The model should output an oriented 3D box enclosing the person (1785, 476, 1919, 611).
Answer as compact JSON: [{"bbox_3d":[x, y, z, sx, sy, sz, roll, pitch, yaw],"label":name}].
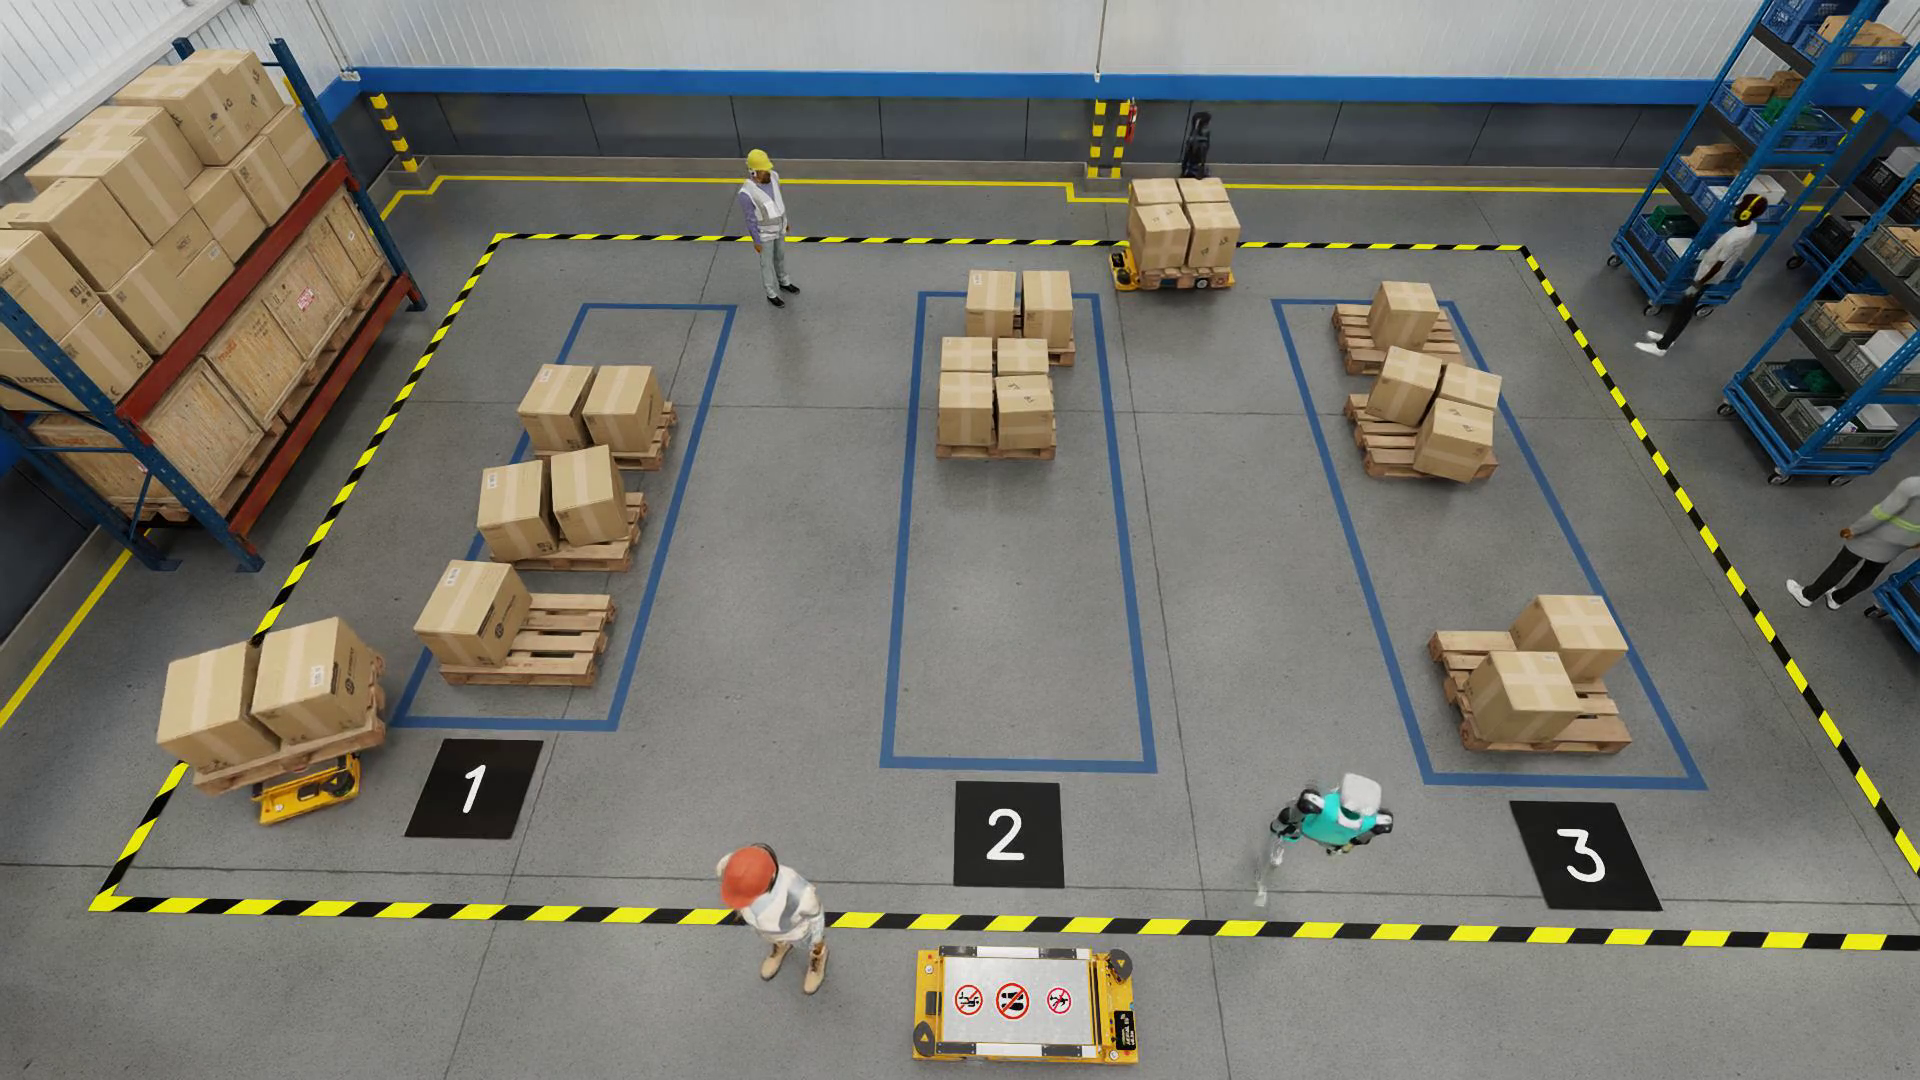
[{"bbox_3d":[7.637,-0.084,7.534,0.590,1.849,0.399,10,51,8],"label":"person"}]

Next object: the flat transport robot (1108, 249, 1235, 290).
[{"bbox_3d":[2.584,-3.349,11.198,1.431,0.197,0.652,-2,51,-2],"label":"flat transport robot"}]

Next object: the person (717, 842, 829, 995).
[{"bbox_3d":[-1.093,2.285,5.480,0.608,2.042,0.394,16,53,13],"label":"person"}]

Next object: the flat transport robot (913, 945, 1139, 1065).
[{"bbox_3d":[0.422,3.041,6.007,1.431,0.231,0.659,1,51,1],"label":"flat transport robot"}]

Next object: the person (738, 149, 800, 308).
[{"bbox_3d":[-2.139,-3.508,10.334,0.404,1.837,0.589,24,55,18],"label":"person"}]

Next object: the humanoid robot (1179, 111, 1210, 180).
[{"bbox_3d":[2.897,-4.387,11.160,0.454,1.640,0.602,-8,51,-6],"label":"humanoid robot"}]

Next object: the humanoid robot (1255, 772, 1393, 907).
[{"bbox_3d":[2.345,1.801,6.079,0.551,1.790,0.799,13,52,10],"label":"humanoid robot"}]

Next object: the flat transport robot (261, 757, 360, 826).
[{"bbox_3d":[-5.157,1.475,7.265,0.652,0.197,1.431,-18,53,-14],"label":"flat transport robot"}]

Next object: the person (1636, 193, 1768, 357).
[{"bbox_3d":[7.894,-2.781,9.723,0.530,1.864,0.309,-33,58,-24],"label":"person"}]
